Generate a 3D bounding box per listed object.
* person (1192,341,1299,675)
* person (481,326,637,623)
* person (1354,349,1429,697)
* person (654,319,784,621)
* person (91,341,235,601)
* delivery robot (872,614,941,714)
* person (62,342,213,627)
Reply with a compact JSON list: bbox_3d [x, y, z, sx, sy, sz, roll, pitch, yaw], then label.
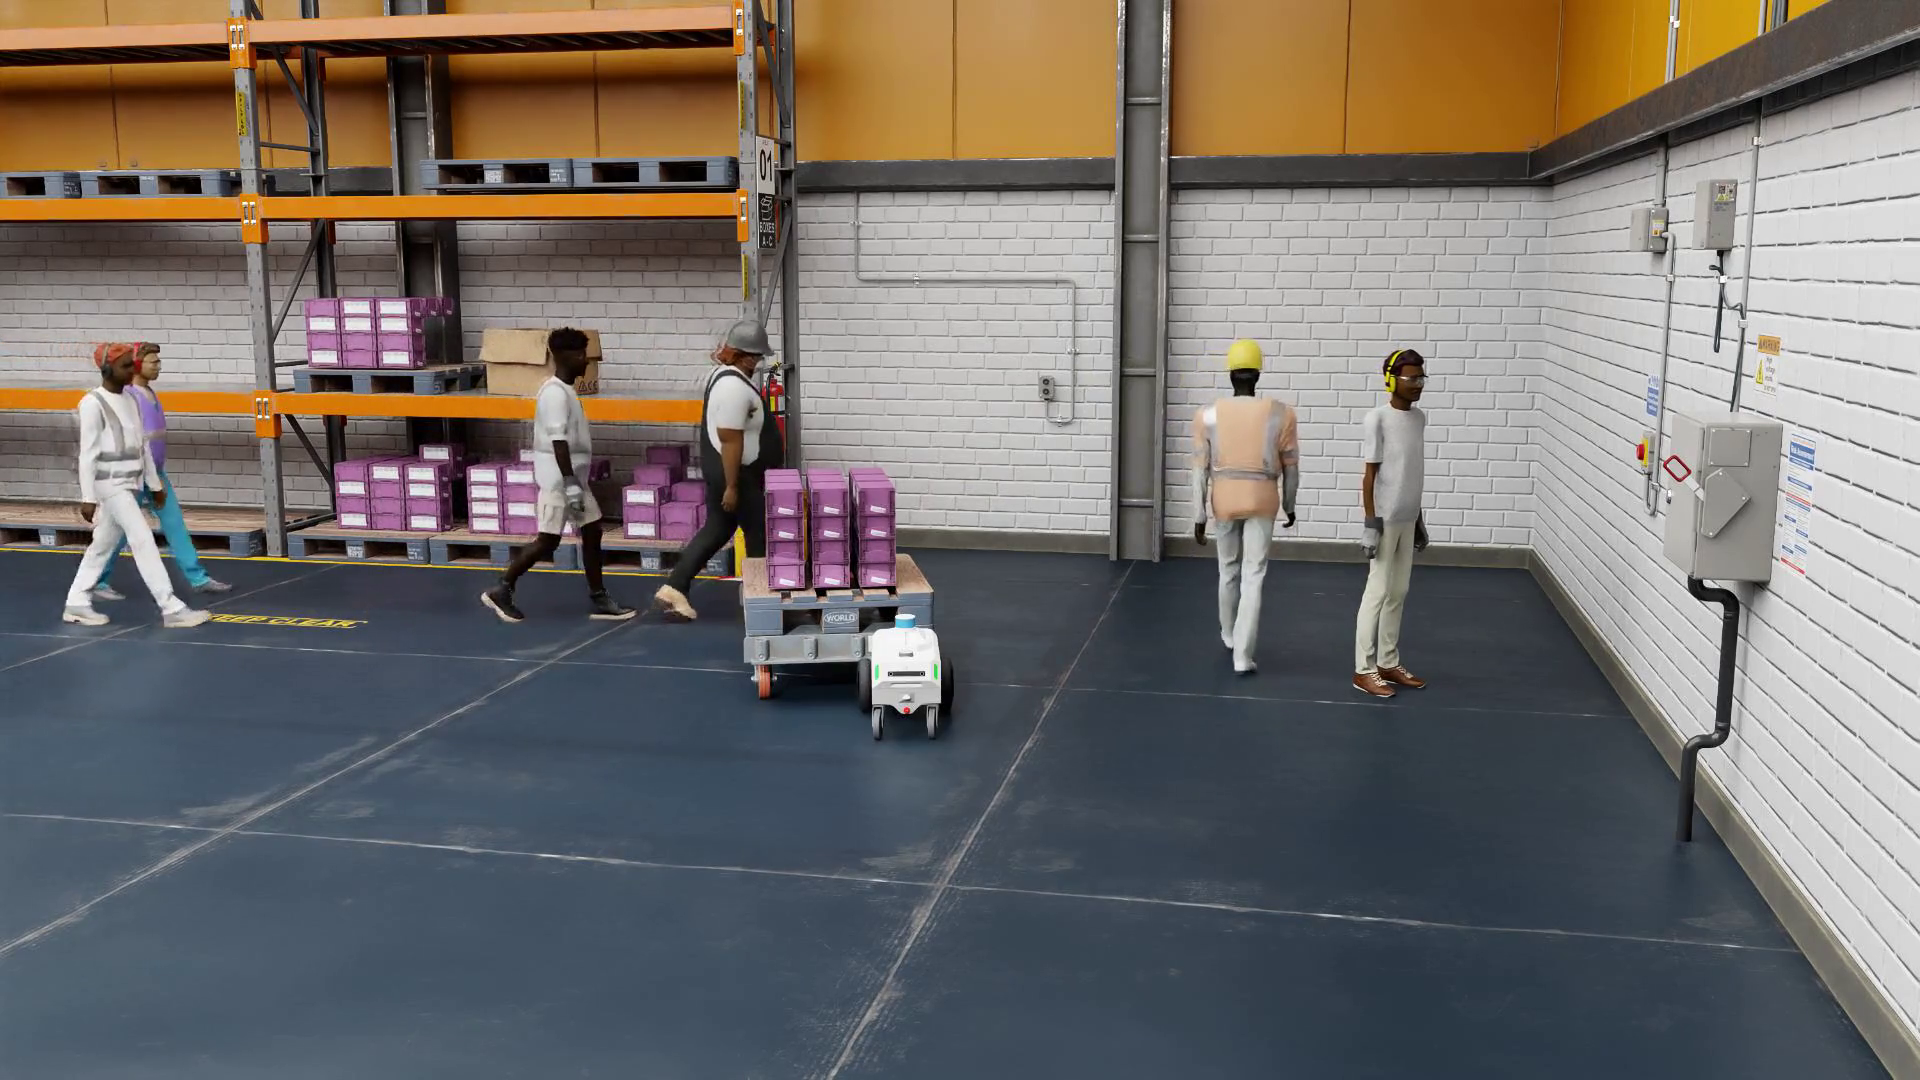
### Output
[{"bbox_3d":[1.651,-0.202,9.622,0.587,1.878,0.943,3,10,20],"label":"person"},{"bbox_3d":[-2.627,-0.408,10.710,0.920,1.935,0.608,0,9,0],"label":"person"},{"bbox_3d":[2.362,-0.096,9.007,0.533,1.867,0.311,-8,13,-41],"label":"person"},{"bbox_3d":[-1.522,-0.468,10.724,0.949,2.000,0.691,-3,10,-17],"label":"person"},{"bbox_3d":[-5.625,-0.465,11.454,0.974,1.796,0.586,-1,9,-4],"label":"person"},{"bbox_3d":[-0.274,0.618,8.368,0.477,0.478,0.707,0,9,-3],"label":"delivery robot"},{"bbox_3d":[-5.348,-0.341,10.597,0.979,1.835,0.595,0,9,-2],"label":"person"}]
